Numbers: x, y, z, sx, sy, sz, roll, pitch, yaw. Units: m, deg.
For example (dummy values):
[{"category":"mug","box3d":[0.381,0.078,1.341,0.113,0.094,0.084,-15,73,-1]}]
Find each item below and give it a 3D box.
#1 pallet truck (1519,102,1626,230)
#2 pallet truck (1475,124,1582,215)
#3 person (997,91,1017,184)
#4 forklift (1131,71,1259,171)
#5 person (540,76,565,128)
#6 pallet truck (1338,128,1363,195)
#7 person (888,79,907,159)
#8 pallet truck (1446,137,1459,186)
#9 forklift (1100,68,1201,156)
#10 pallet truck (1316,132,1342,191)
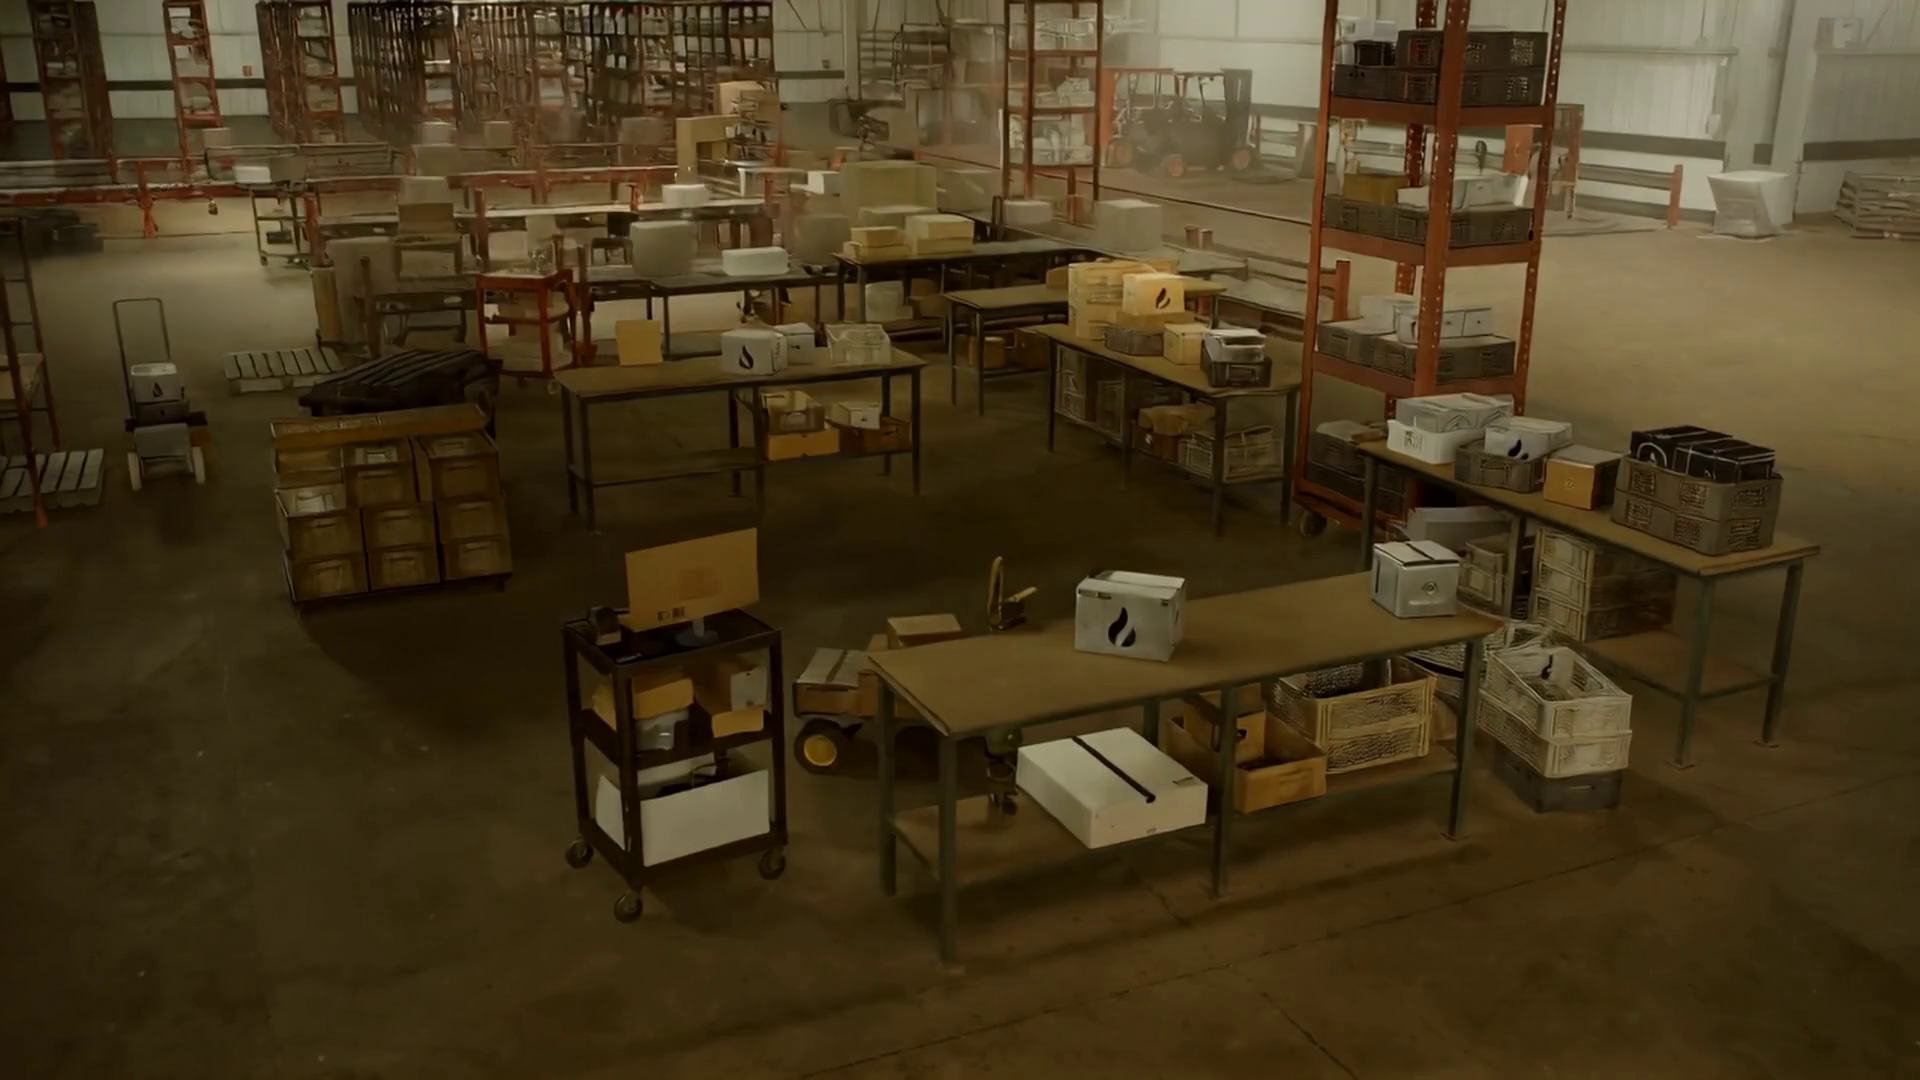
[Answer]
[{"category":"pallet truck","box3d":[9.972,-6.037,26.785,1.885,1.965,0.823,-9,20,-25]},{"category":"pallet truck","box3d":[9.707,-6.455,28.103,1.885,1.965,0.823,-7,19,-20]},{"category":"person","box3d":[0.952,-8.138,33.668,0.404,1.835,0.599,3,18,10]},{"category":"forklift","box3d":[4.998,-8.936,35.413,2.680,1.987,1.157,-9,20,-25]},{"category":"person","box3d":[-11.280,-11.906,45.621,0.998,1.788,0.574,-3,18,-8]},{"category":"pallet truck","box3d":[7.845,-7.140,31.411,1.522,1.261,0.704,-9,20,-25]},{"category":"person","box3d":[-1.392,-9.529,37.946,0.431,1.894,0.669,-7,19,-20]},{"category":"pallet truck","box3d":[9.184,-6.485,29.328,1.630,1.274,0.653,-8,19,-23]},{"category":"forklift","box3d":[4.082,-9.564,37.410,2.680,1.987,1.157,-8,19,-23]},{"category":"pallet truck","box3d":[7.723,-7.504,32.656,1.601,1.201,0.680,-8,19,-23]}]
